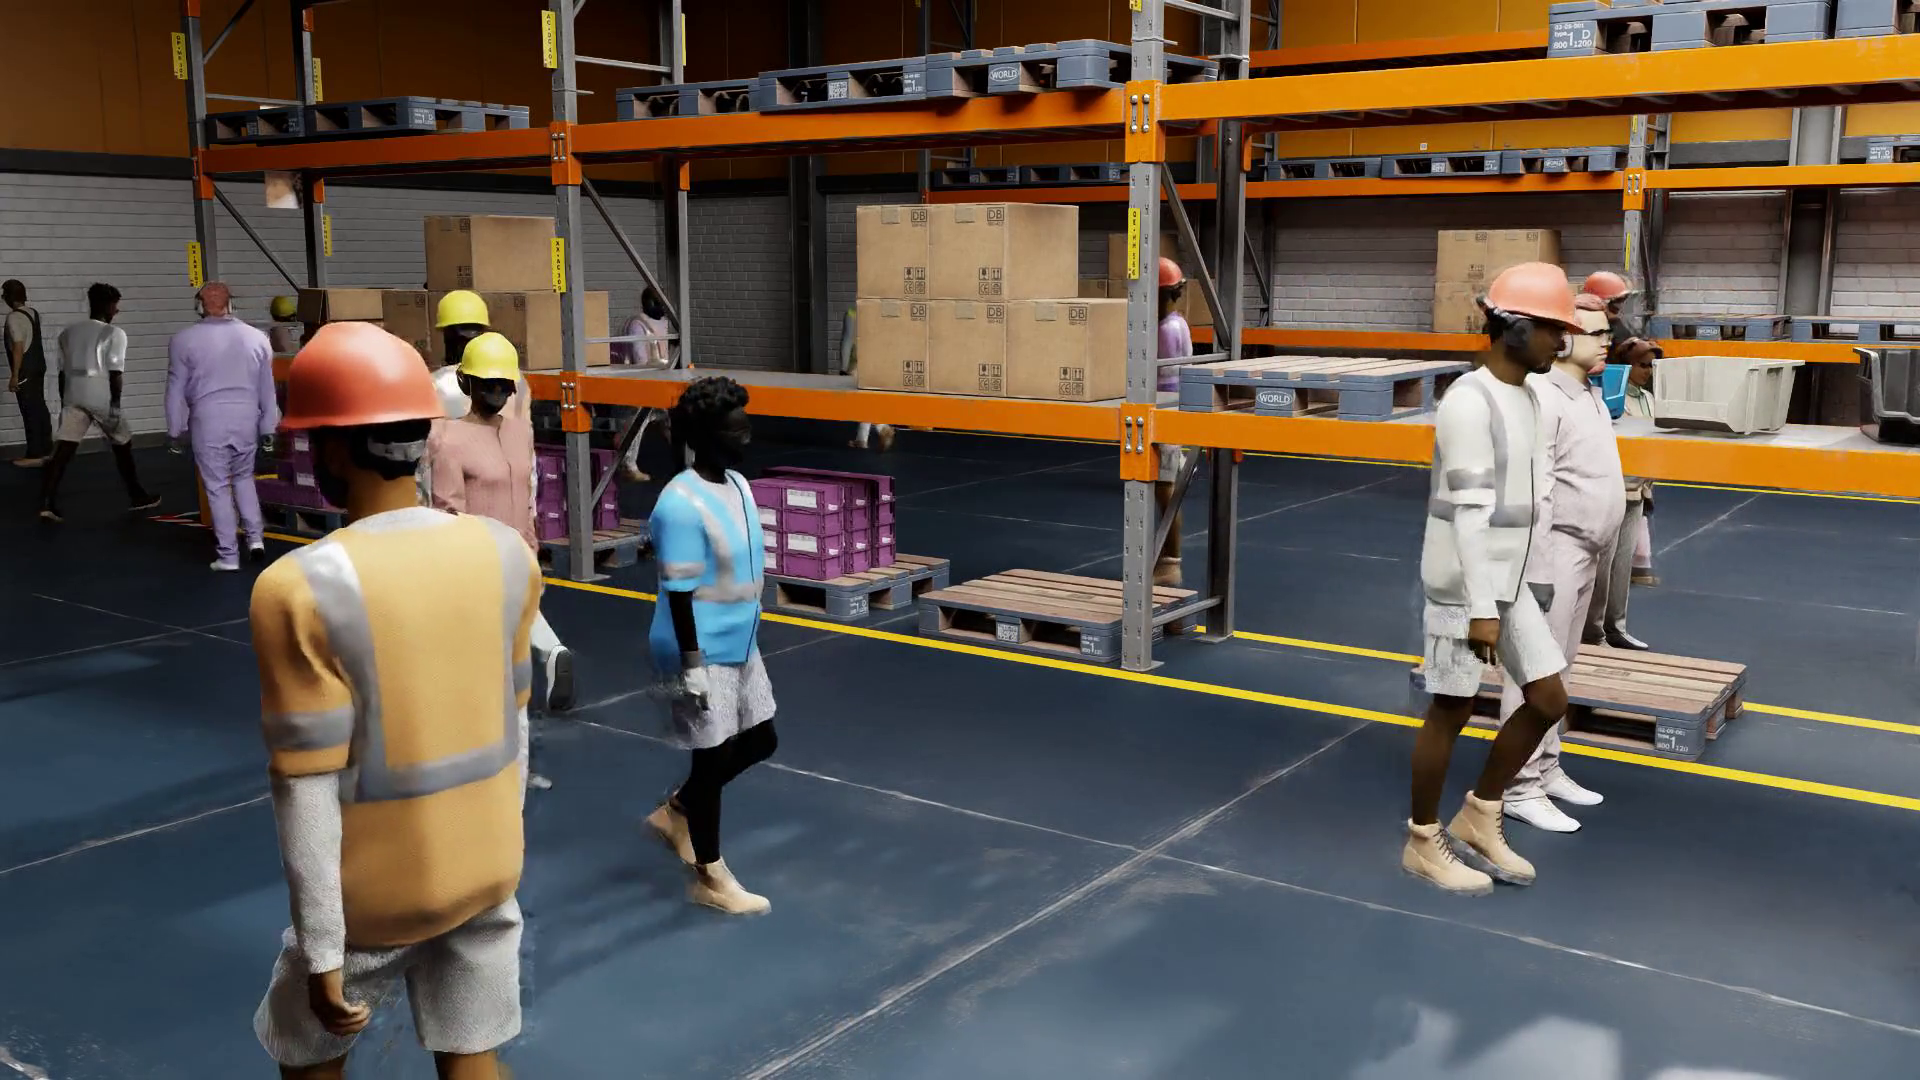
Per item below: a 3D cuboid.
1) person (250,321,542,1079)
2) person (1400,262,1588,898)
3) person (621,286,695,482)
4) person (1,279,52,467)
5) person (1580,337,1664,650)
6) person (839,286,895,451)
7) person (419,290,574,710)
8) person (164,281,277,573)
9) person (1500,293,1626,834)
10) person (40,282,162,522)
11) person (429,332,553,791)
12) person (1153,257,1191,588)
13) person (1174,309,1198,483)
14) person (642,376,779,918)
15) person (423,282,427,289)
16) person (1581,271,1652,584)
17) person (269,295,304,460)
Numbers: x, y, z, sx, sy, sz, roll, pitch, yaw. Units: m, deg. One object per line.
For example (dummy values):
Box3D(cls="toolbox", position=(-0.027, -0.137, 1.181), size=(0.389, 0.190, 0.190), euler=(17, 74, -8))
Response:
Box3D(cls="person", position=(-0.986, 0.584, 2.933), size=(0.515, 1.919, 0.550), euler=(8, 13, 41))
Box3D(cls="person", position=(1.678, 0.146, 5.241), size=(0.560, 2.011, 0.648), euler=(9, 13, 43))
Box3D(cls="person", position=(-2.709, -1.396, 15.074), size=(0.970, 1.792, 0.653), euler=(4, 10, 24))
Box3D(cls="person", position=(-9.186, -1.631, 16.350), size=(0.346, 1.841, 0.506), euler=(0, 10, -2))
Box3D(cls="person", position=(3.397, -0.220, 8.542), size=(0.514, 1.639, 0.310), euler=(-9, 13, -42))
Box3D(cls="person", position=(-0.958, -1.845, 17.705), size=(0.624, 1.819, 0.820), euler=(-9, 13, -43))
Box3D(cls="person", position=(-2.074, -0.143, 7.323), size=(0.733, 1.902, 0.585), euler=(6, 11, 33))
Box3D(cls="person", position=(-4.818, -0.729, 10.837), size=(0.475, 1.891, 0.662), euler=(8, 13, 40))
Box3D(cls="person", position=(2.173, 0.074, 6.001), size=(0.407, 1.908, 0.641), euler=(6, 11, 33))
Box3D(cls="person", position=(-6.877, -1.090, 13.115), size=(0.628, 1.865, 1.180), euler=(2, 10, 10))
Box3D(cls="person", position=(-1.722, 0.119, 6.155), size=(0.321, 1.765, 0.533), euler=(4, 10, 24))
Box3D(cls="person", position=(1.236, -0.718, 10.308), size=(0.385, 2.041, 0.615), euler=(1, 10, 8))
Box3D(cls="person", position=(1.821, -1.182, 14.313), size=(0.469, 1.625, 0.522), euler=(6, 11, 31))
Box3D(cls="person", position=(-0.788, 0.337, 5.098), size=(0.411, 1.683, 0.532), euler=(3, 10, 18))
Box3D(cls="person", position=(-4.423, -1.294, 14.256), size=(0.309, 1.868, 0.535), euler=(1, 10, 6))
Box3D(cls="person", position=(3.967, -0.712, 10.542), size=(1.006, 1.941, 0.660), euler=(7, 12, 37))
Box3D(cls="person", position=(-6.212, -1.394, 15.339), size=(0.335, 1.713, 0.599), euler=(-5, 11, -28))
